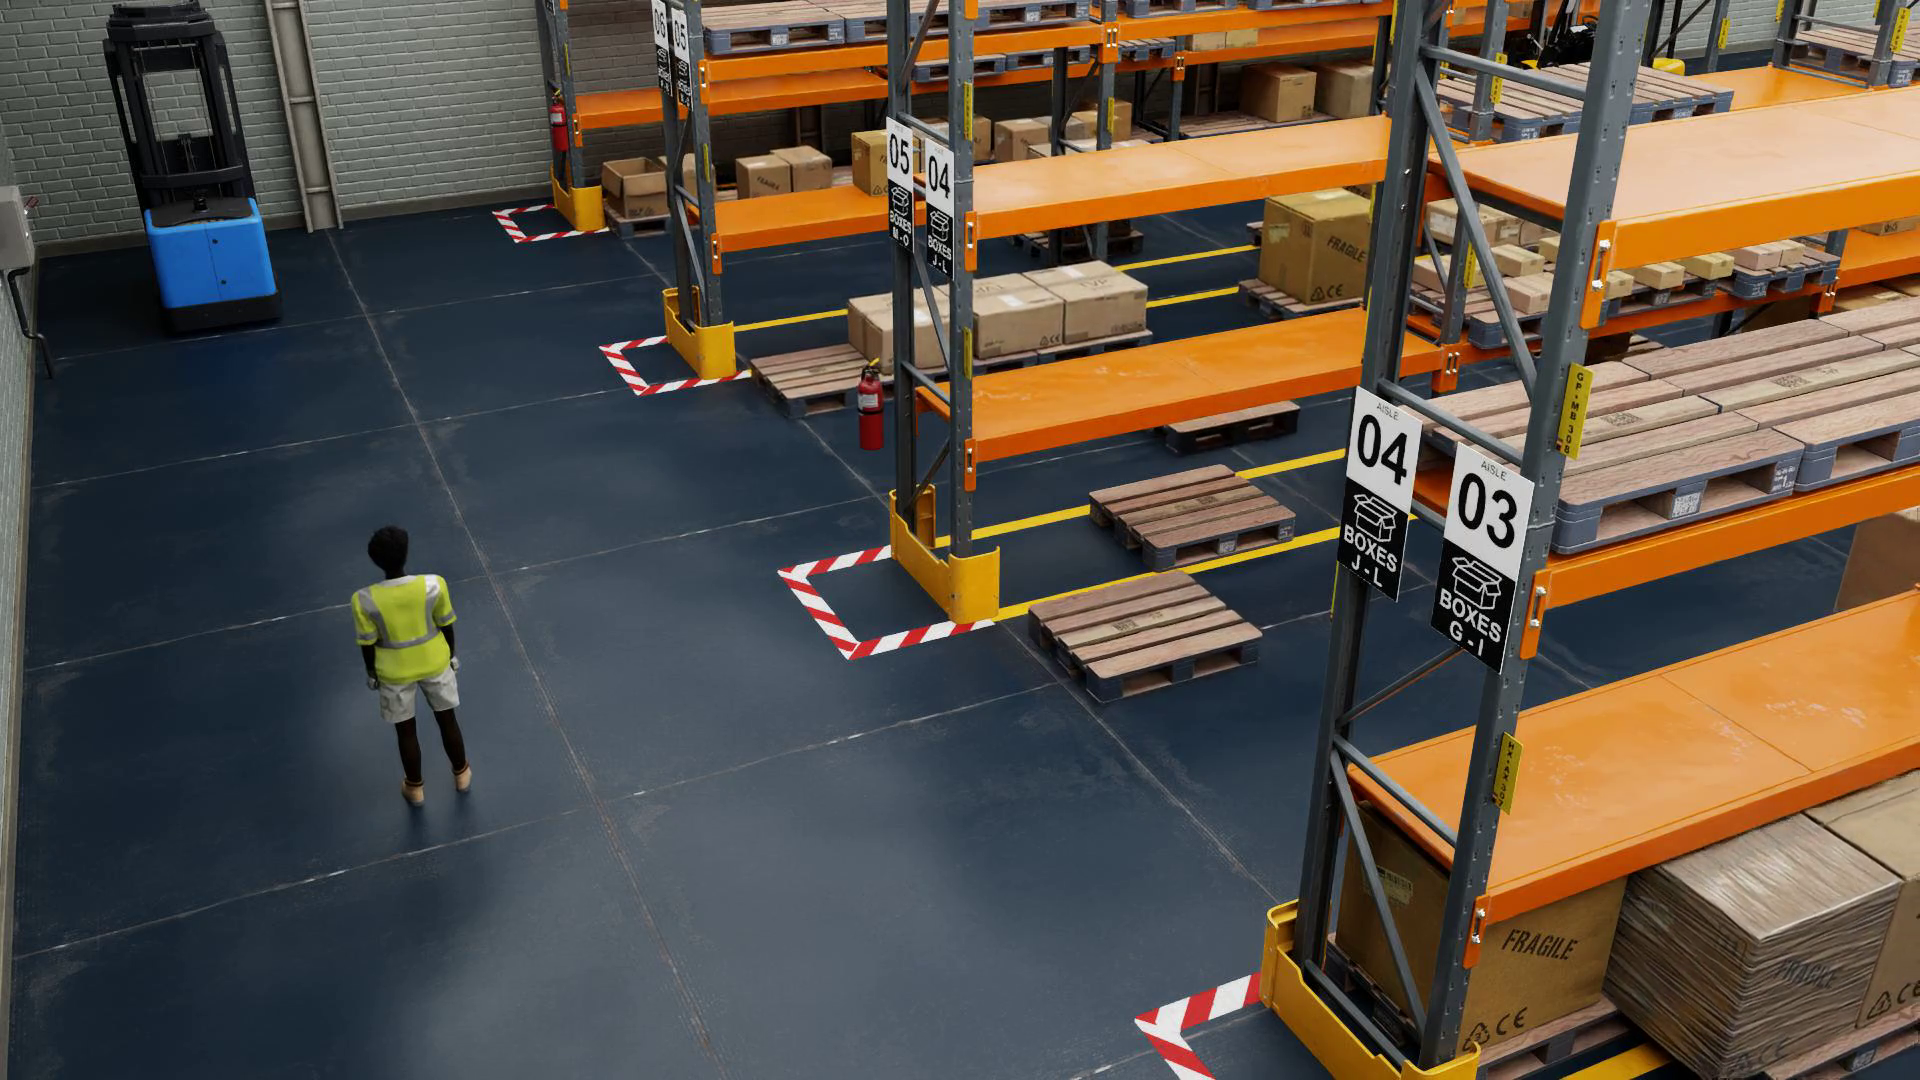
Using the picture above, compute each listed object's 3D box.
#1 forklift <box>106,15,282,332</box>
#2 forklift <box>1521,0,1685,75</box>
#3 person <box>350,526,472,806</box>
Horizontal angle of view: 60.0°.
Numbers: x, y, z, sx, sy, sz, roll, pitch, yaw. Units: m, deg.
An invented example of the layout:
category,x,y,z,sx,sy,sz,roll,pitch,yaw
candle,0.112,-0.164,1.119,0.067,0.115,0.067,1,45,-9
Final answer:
category,x,y,z,sx,sy,sz,roll,pitch,yaw
forklift,-7.548,-3.672,16.323,1.129,2.768,1.873,-12,30,-22
forklift,8.950,-6.807,23.056,1.214,2.155,2.313,-12,30,-22
person,-3.029,0.705,9.203,0.534,1.693,0.322,-13,30,-23
